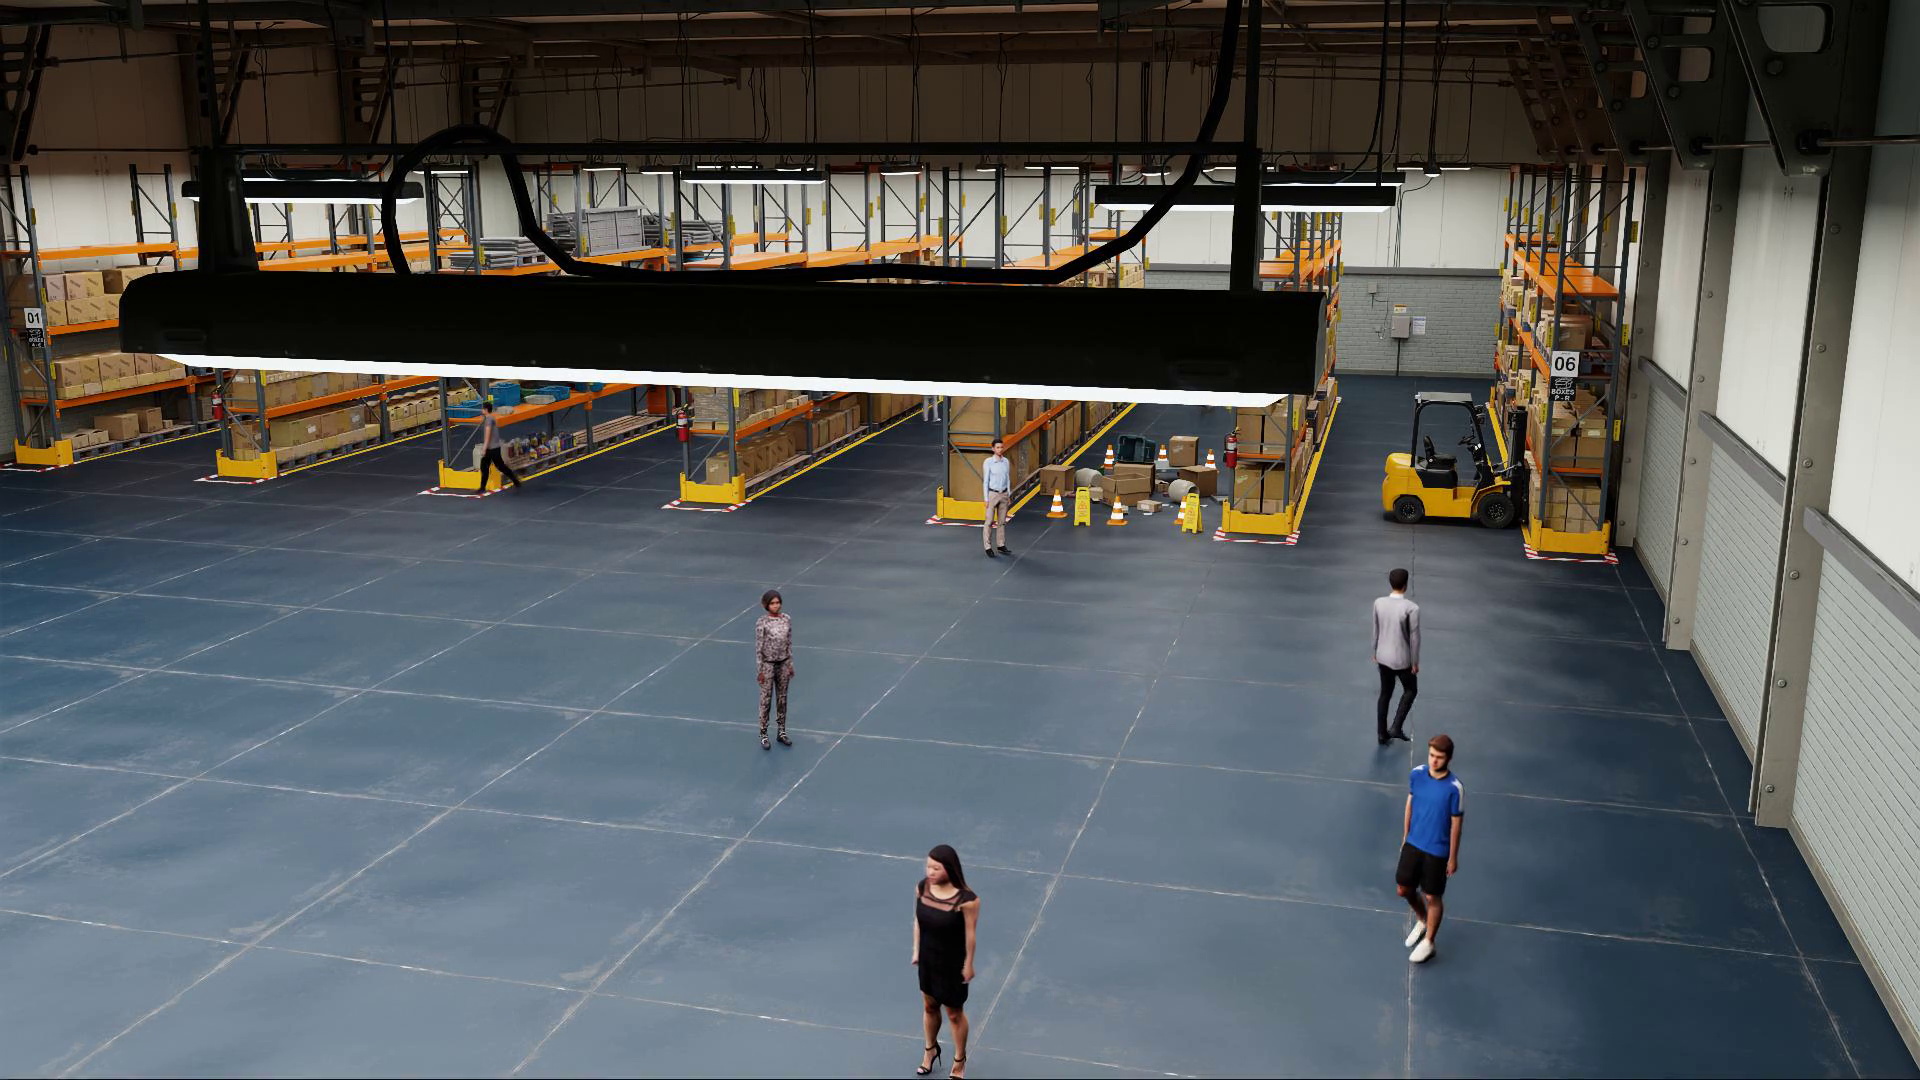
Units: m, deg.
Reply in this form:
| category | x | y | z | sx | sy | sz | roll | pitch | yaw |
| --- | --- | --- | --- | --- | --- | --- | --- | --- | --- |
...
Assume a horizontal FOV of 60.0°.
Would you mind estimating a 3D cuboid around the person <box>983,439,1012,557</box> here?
| category | x | y | z | sx | sy | sz | roll | pitch | yaw |
| --- | --- | --- | --- | --- | --- | --- | --- | --- | --- |
| person | 0.590 | -0.694 | 26.344 | 0.747 | 1.848 | 0.800 | -7 | 15 | -26 |

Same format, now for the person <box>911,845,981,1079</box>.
| category | x | y | z | sx | sy | sz | roll | pitch | yaw |
| --- | --- | --- | --- | --- | --- | --- | --- | --- | --- |
| person | -0.104 | 2.862 | 11.272 | 0.736 | 1.718 | 0.725 | 9 | 16 | 35 |

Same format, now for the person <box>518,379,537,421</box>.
| category | x | y | z | sx | sy | sz | roll | pitch | yaw |
| --- | --- | --- | --- | --- | --- | --- | --- | --- | --- |
| person | -10.306 | -3.588 | 39.729 | 0.703 | 1.446 | 1.026 | 1 | 13 | 4 |

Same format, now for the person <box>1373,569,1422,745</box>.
| category | x | y | z | sx | sy | sz | roll | pitch | yaw |
| --- | --- | --- | --- | --- | --- | --- | --- | --- | --- |
| person | 4.589 | 1.272 | 17.724 | 0.850 | 1.905 | 0.861 | -12 | 18 | -43 |

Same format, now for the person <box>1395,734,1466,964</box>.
| category | x | y | z | sx | sy | sz | roll | pitch | yaw |
| --- | --- | --- | --- | --- | --- | --- | --- | --- | --- |
| person | 3.734 | 2.381 | 13.039 | 0.886 | 1.858 | 0.843 | -12 | 18 | -42 |

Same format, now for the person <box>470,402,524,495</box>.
| category | x | y | z | sx | sy | sz | roll | pitch | yaw |
| --- | --- | --- | --- | --- | --- | --- | --- | --- | --- |
| person | -8.582 | -1.686 | 30.908 | 1.130 | 1.721 | 1.184 | -6 | 14 | -23 |

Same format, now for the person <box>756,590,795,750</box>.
| category | x | y | z | sx | sy | sz | roll | pitch | yaw |
| --- | --- | --- | --- | --- | --- | --- | --- | --- | --- |
| person | -1.974 | 1.366 | 17.742 | 0.673 | 1.713 | 0.732 | -7 | 15 | -28 |
